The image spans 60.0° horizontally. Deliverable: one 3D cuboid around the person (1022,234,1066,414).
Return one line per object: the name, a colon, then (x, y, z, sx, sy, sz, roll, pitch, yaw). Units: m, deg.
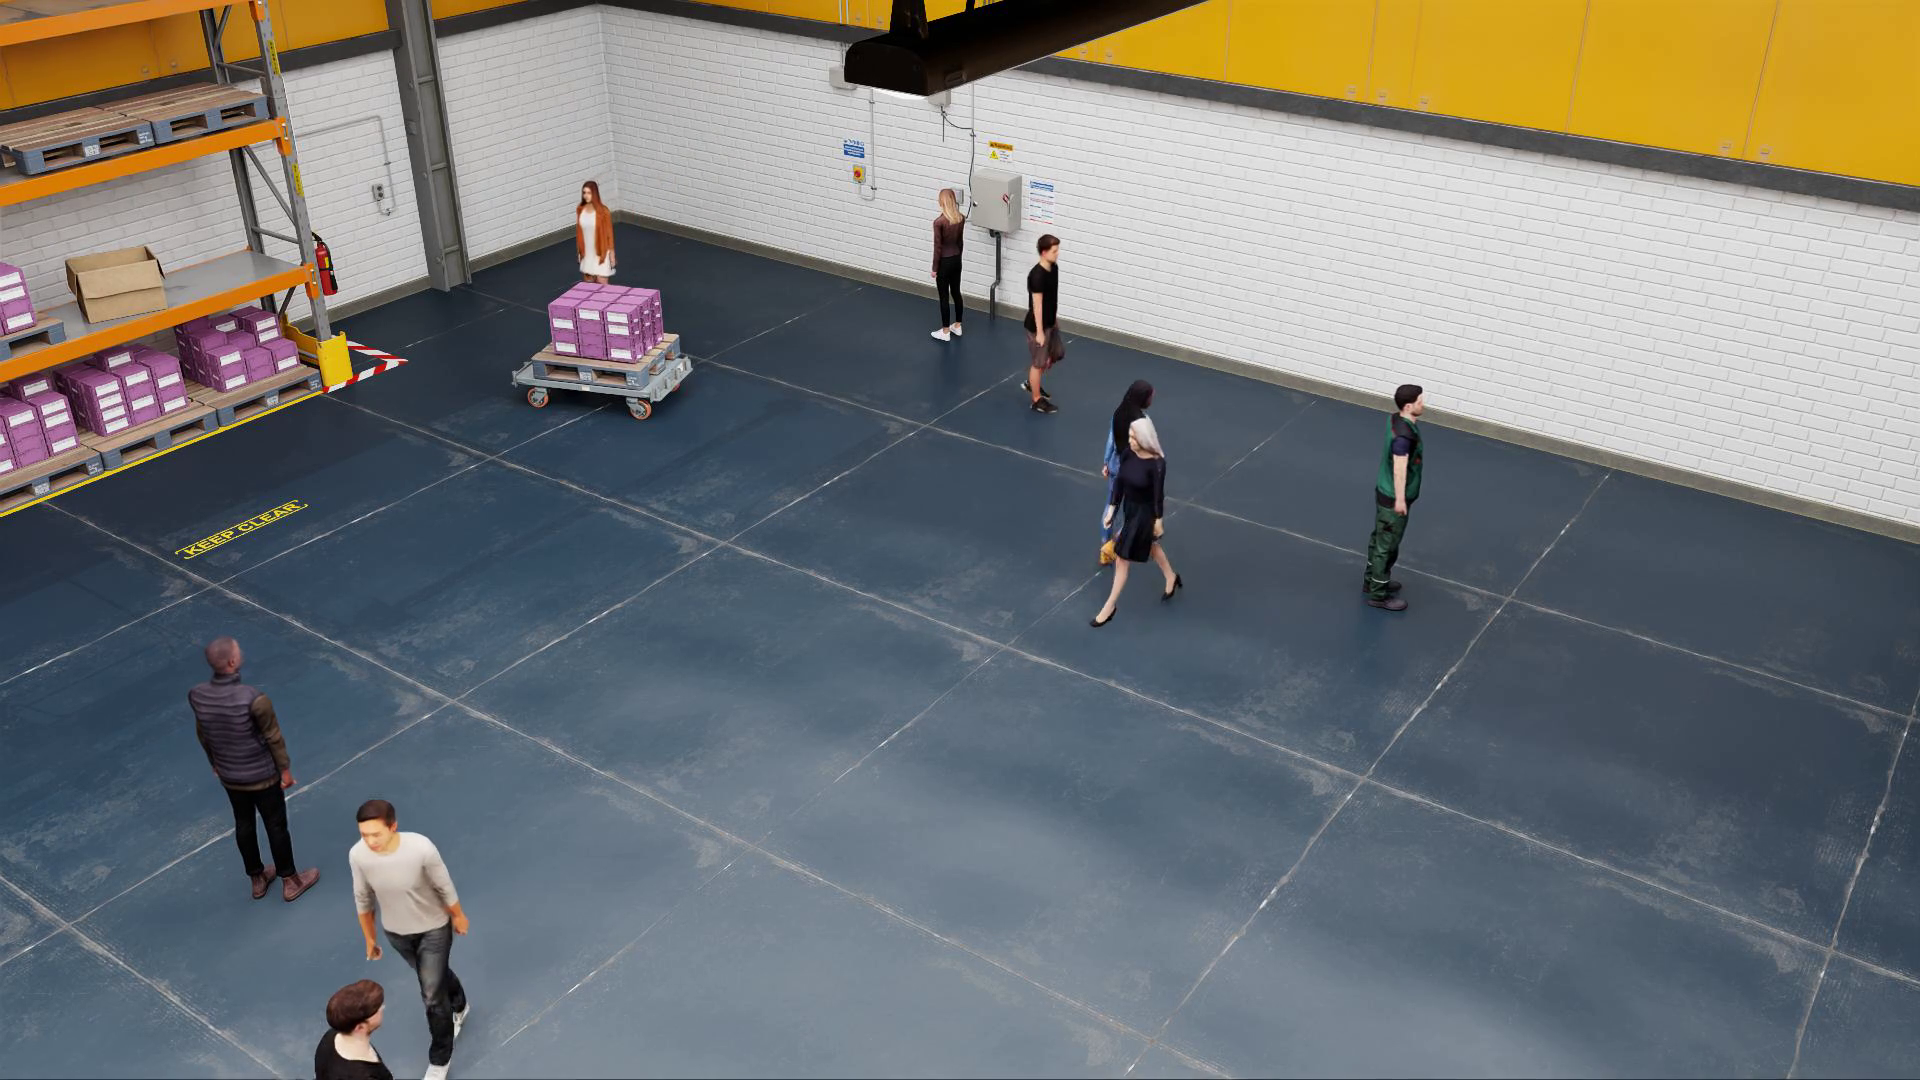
person: (0.751, -2.181, 16.677, 0.785, 1.849, 0.685, 14, 32, 24)

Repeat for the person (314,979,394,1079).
person: (-2.773, 2.808, 7.514, 1.005, 1.866, 0.837, -24, 37, -37)

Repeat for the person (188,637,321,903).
person: (-4.332, 1.404, 10.117, 0.771, 1.838, 0.730, 5, 29, 10)

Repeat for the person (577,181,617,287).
person: (-4.067, -3.264, 18.812, 0.727, 1.705, 0.865, 11, 30, 19)

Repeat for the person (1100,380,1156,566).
person: (1.367, -0.498, 13.752, 0.749, 1.696, 0.768, 22, 35, 34)

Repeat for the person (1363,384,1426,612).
person: (3.475, -0.372, 13.308, 0.826, 1.900, 0.692, 4, 29, 7)

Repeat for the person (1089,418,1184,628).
person: (1.479, -0.165, 13.154, 1.258, 1.684, 0.892, -19, 34, -31)

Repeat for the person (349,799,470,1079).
person: (-2.912, 2.029, 9.040, 0.918, 1.772, 1.055, 3, 29, 5)

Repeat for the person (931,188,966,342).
person: (-0.130, -3.060, 18.441, 0.692, 1.704, 0.475, 24, 37, 37)
